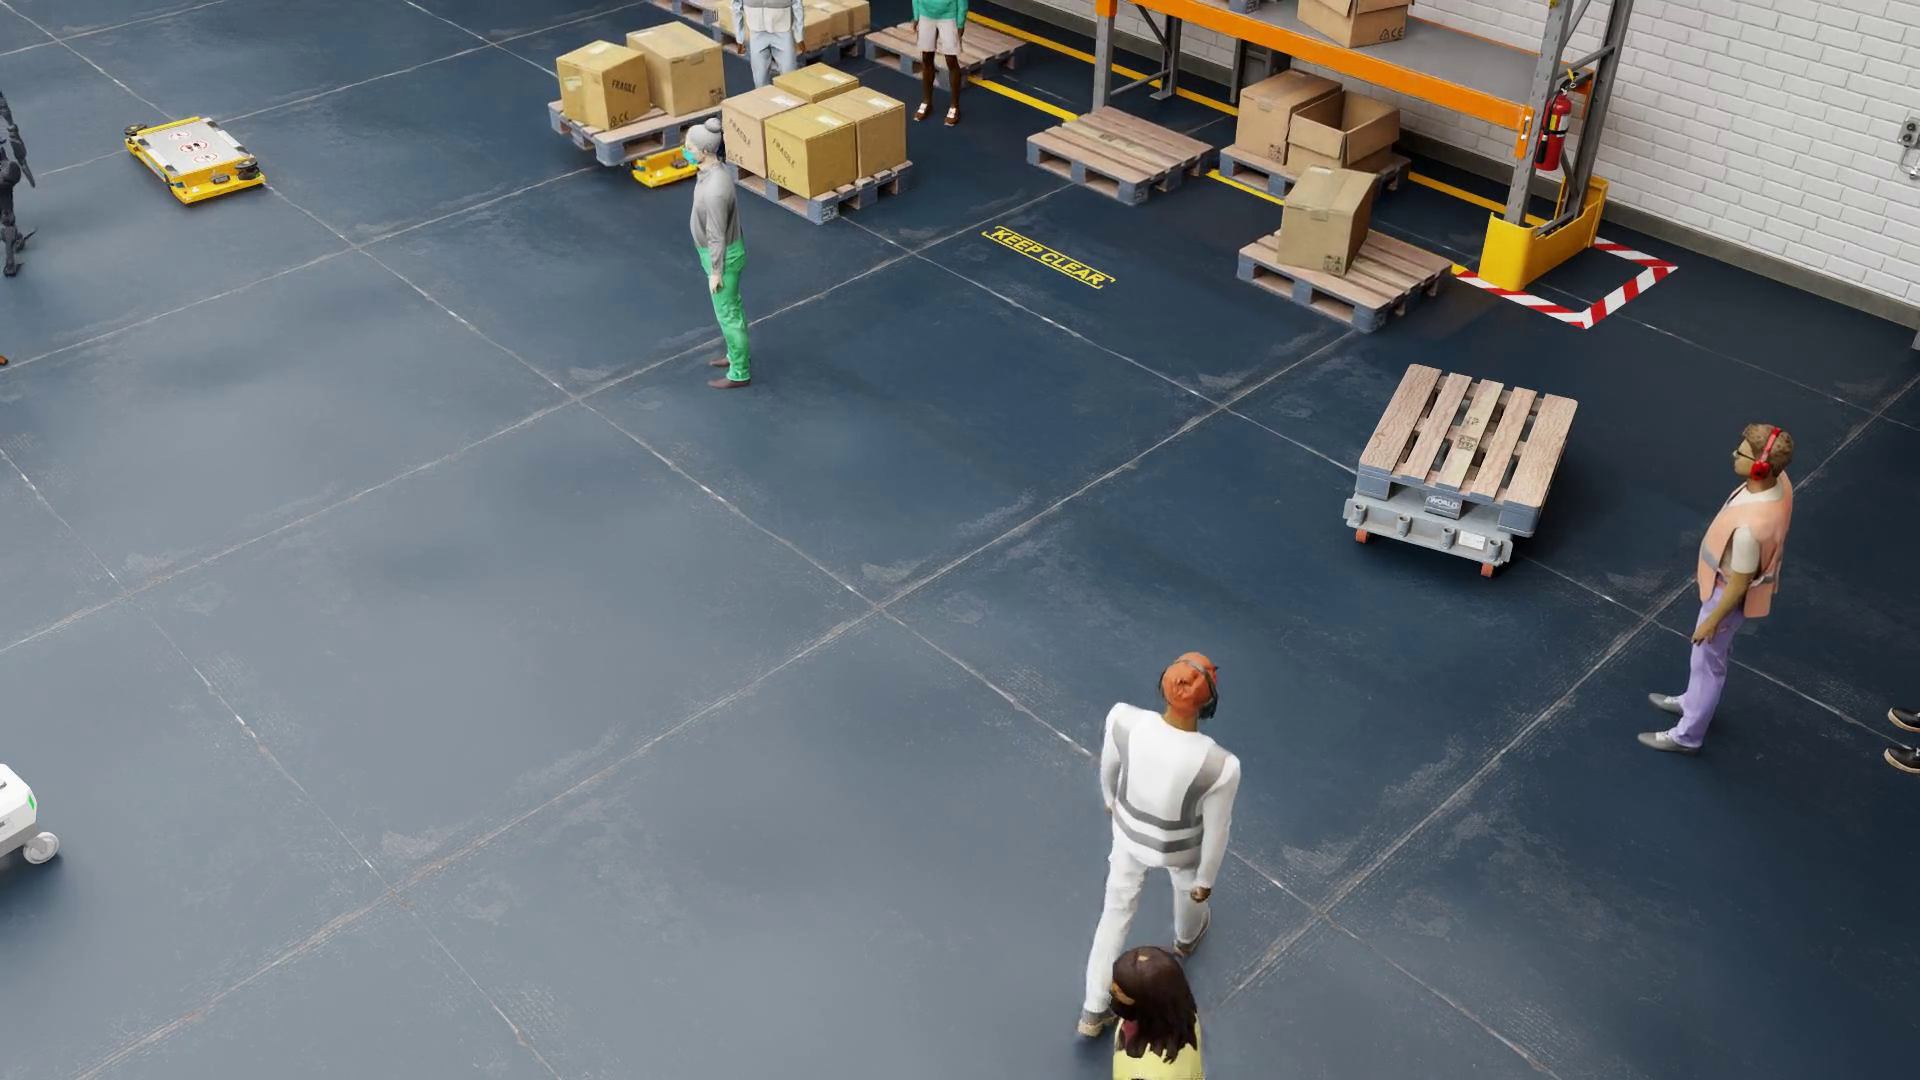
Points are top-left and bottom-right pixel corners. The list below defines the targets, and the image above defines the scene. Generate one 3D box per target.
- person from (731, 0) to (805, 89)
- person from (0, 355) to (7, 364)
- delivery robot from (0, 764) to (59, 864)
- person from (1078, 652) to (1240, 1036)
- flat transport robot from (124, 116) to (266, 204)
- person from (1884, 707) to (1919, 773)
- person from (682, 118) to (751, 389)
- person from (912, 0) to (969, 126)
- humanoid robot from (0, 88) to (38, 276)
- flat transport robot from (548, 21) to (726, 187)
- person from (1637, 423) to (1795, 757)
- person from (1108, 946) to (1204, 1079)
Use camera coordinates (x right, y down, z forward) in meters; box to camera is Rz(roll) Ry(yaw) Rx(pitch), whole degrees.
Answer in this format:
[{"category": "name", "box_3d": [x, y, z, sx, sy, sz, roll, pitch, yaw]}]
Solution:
[{"category": "person", "box_3d": [-1.572, -4.189, 13.724, 0.595, 1.907, 0.408, 2, 37, 2]}, {"category": "person", "box_3d": [-6.722, -1.914, 10.743, 0.391, 1.872, 0.567, 18, 41, 23]}, {"category": "delivery robot", "box_3d": [-4.561, 1.387, 7.476, 0.499, 0.614, 0.791, 26, 44, 30]}, {"category": "person", "box_3d": [0.804, 1.182, 6.660, 0.582, 1.850, 0.915, 16, 40, 20]}, {"category": "flat transport robot", "box_3d": [-6.335, -3.169, 13.728, 0.659, 0.231, 1.431, -26, 44, -30]}, {"category": "person", "box_3d": [4.827, 0.280, 7.755, 0.361, 1.965, 0.612, 18, 41, 22]}, {"category": "person", "box_3d": [-1.544, -1.836, 10.671, 0.340, 1.837, 0.509, -6, 37, -8]}, {"category": "person", "box_3d": [-0.161, -4.464, 14.140, 0.501, 1.842, 0.404, 14, 39, 18]}, {"category": "humanoid robot", "box_3d": [-7.042, -2.781, 12.063, 0.596, 1.627, 0.645, 3, 37, 3]}, {"category": "flat transport robot", "box_3d": [-2.659, -3.356, 13.976, 0.659, 0.231, 1.431, -25, 44, -29]}, {"category": "person", "box_3d": [3.636, 0.266, 7.873, 0.392, 1.845, 0.562, 20, 41, 24]}, {"category": "person", "box_3d": [0.557, 2.006, 5.665, 0.936, 1.720, 0.486, 1, 37, 2]}]
